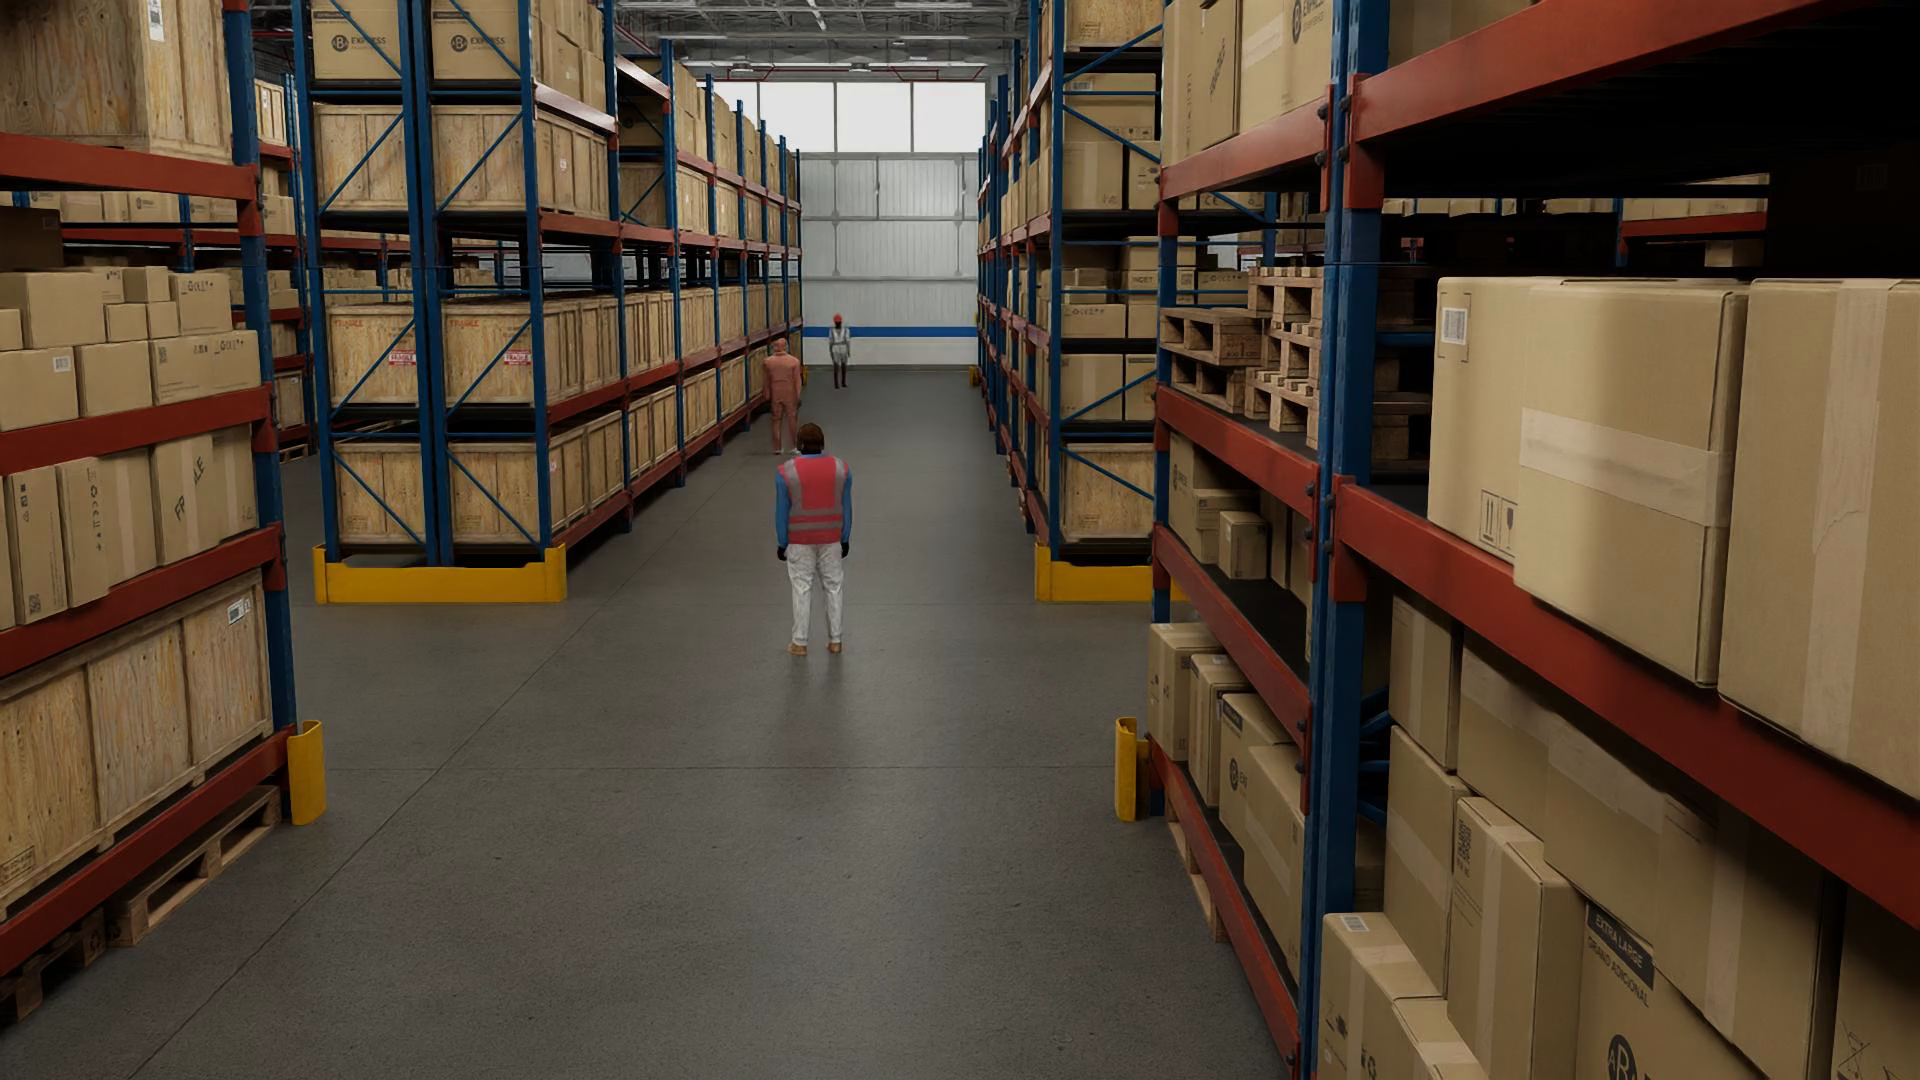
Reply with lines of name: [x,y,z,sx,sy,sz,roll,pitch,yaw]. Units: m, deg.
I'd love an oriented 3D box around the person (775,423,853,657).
person: [-1.152,0.000,13.043,0.627,1.843,0.429,-3,10,-20]

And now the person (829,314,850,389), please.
person: [-3.066,-4.802,42.367,0.543,1.896,1.005,-1,9,-3]

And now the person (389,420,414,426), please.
person: [-6.614,-1.140,20.082,0.561,1.828,0.416,-6,11,-34]

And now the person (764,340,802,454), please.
person: [-2.881,-2.362,27.474,0.667,1.862,0.945,2,9,12]
